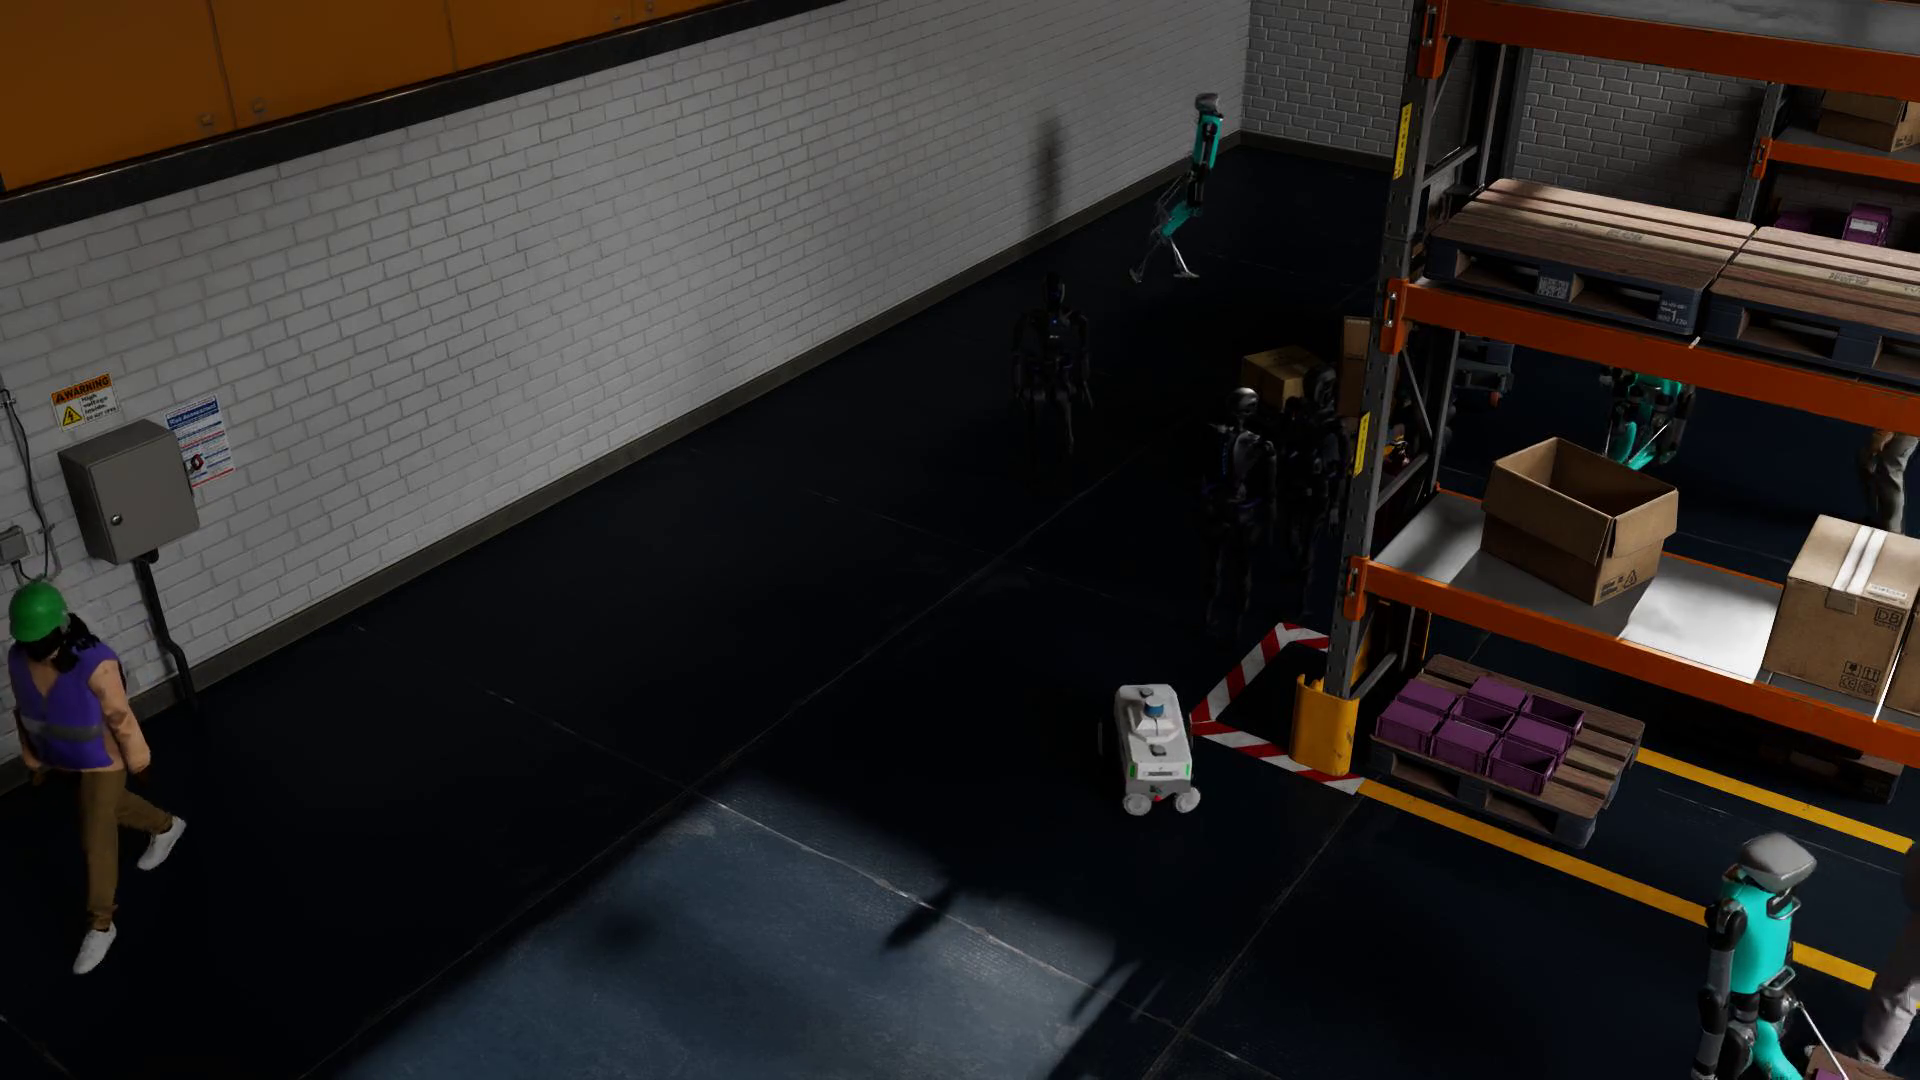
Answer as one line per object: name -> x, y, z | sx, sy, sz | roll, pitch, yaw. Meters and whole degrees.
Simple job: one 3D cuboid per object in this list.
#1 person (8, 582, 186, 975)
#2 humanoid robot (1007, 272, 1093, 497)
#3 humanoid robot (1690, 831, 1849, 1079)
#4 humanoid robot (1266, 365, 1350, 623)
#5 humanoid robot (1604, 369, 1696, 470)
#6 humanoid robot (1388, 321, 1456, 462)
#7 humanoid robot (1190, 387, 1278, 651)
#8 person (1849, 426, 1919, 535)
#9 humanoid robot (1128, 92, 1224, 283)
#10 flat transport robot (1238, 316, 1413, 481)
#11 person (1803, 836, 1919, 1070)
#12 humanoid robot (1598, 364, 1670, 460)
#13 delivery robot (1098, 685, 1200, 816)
person -> -4.063, 0.973, 7.745 | 0.574, 1.878, 0.986 | 8, 31, 13
humanoid robot -> 0.618, -1.086, 11.502 | 0.601, 1.650, 0.380 | -4, 30, -7
humanoid robot -> 3.062, 1.989, 6.206 | 0.546, 1.864, 0.762 | -21, 36, -32
humanoid robot -> 2.148, -0.324, 10.206 | 0.537, 1.643, 0.596 | -22, 36, -33
humanoid robot -> 4.330, -0.679, 10.746 | 1.037, 1.716, 0.545 | -22, 37, -33
humanoid robot -> 3.115, -0.822, 11.067 | 0.360, 1.647, 0.603 | -9, 31, -16
humanoid robot -> 1.607, -0.143, 9.878 | 0.593, 1.648, 0.329 | 22, 37, 33
person -> 6.096, -0.771, 10.801 | 0.501, 1.841, 0.587 | 11, 32, 18
humanoid robot -> 1.891, -3.129, 15.049 | 0.868, 1.840, 0.549 | 4, 30, 6
flat transport robot -> 2.801, -0.825, 12.471 | 0.659, 0.231, 1.431 | -15, 33, -24
person -> 4.070, 1.554, 6.732 | 0.699, 1.885, 0.647 | 20, 36, 31
humanoid robot -> 4.809, -1.240, 11.640 | 0.717, 1.713, 0.530 | 25, 38, 36
delivery robot -> 1.026, 1.084, 8.874 | 0.517, 0.595, 0.767 | -1, 30, -1
